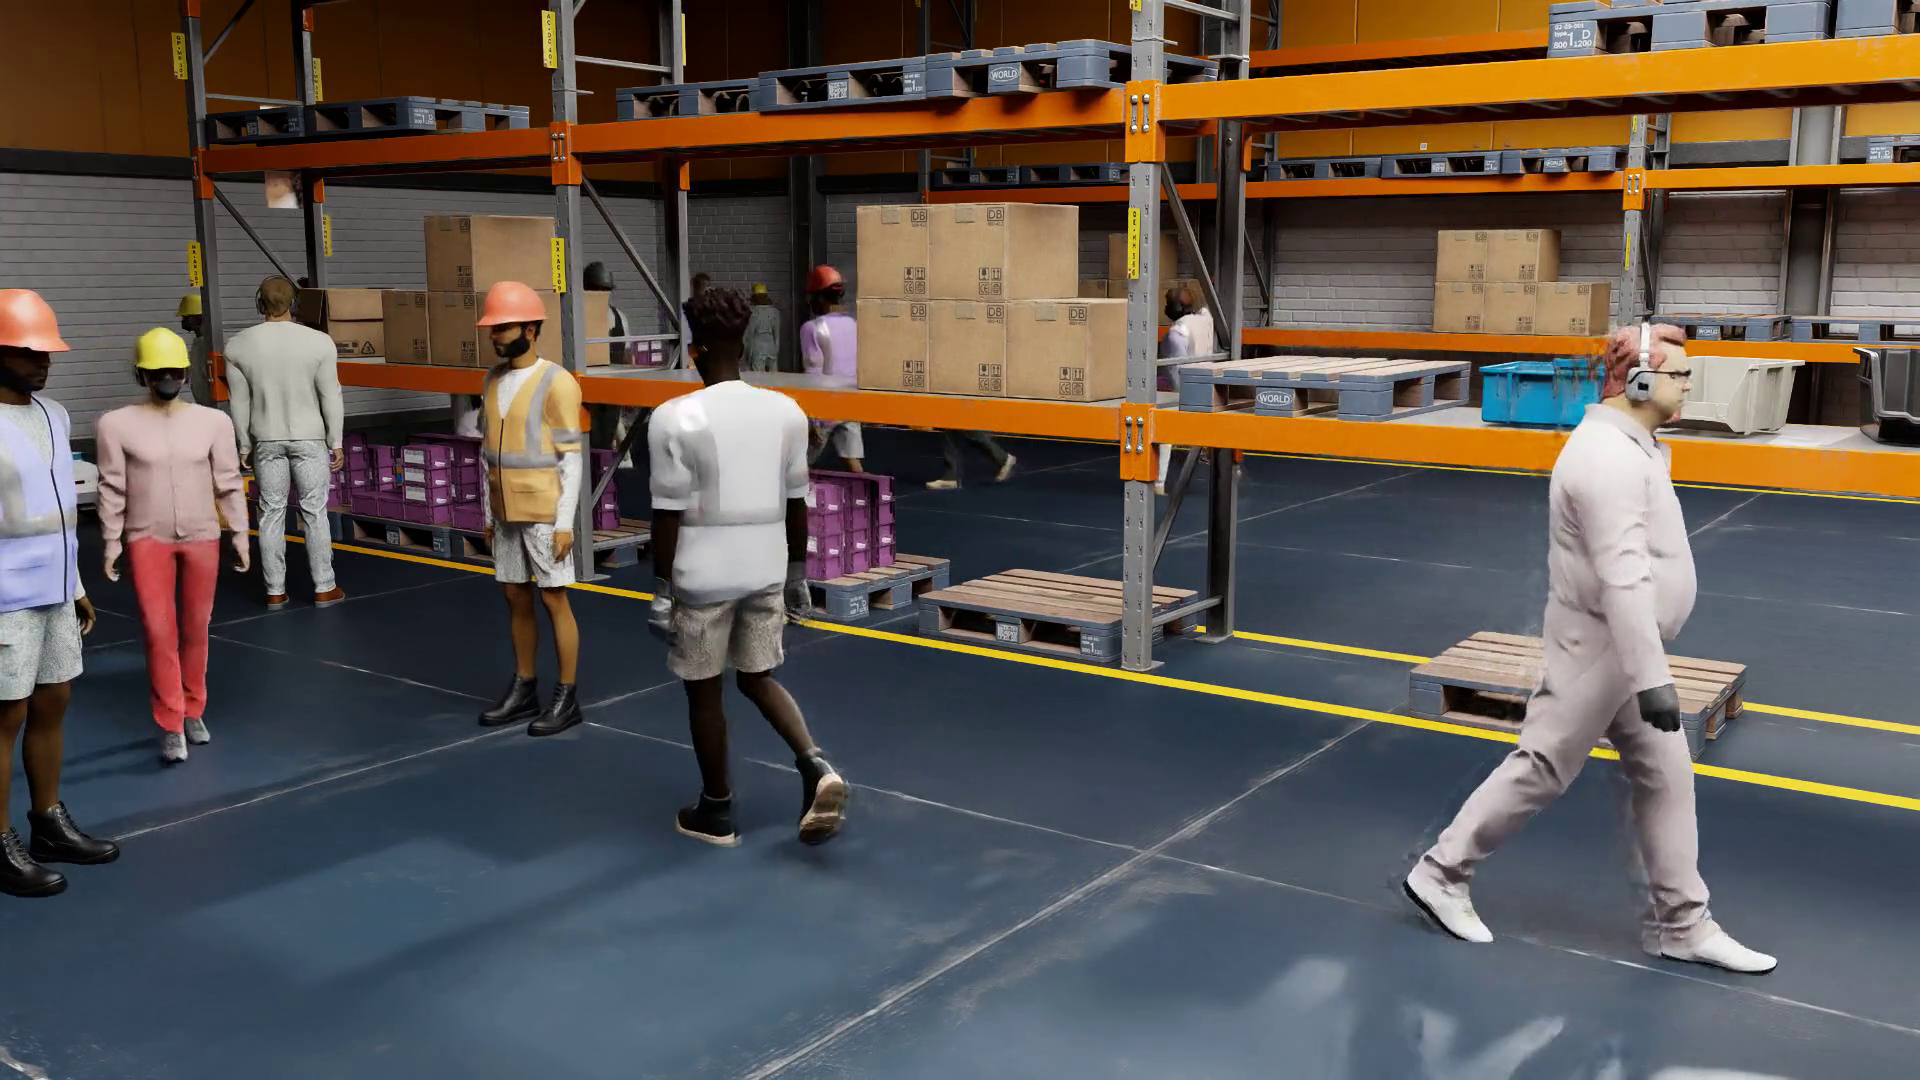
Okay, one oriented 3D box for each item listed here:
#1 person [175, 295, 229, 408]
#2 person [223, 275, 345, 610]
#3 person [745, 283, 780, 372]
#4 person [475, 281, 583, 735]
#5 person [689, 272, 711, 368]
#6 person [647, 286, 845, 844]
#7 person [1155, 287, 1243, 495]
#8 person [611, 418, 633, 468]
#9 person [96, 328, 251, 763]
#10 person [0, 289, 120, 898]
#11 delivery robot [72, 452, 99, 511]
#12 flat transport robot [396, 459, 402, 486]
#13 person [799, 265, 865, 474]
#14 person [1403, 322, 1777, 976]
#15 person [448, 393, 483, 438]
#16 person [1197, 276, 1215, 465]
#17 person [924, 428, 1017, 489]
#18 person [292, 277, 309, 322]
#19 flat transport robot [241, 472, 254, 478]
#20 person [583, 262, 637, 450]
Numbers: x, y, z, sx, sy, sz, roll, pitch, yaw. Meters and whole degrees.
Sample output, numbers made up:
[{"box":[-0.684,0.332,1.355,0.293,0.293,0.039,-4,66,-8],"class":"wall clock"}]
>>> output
[{"box":[-6.005,-1.066,13.240,0.357,1.759,0.524,-6,11,-30],"class":"person"},{"box":[-3.896,-0.557,9.660,0.632,1.940,0.372,-2,10,-10],"class":"person"},{"box":[-2.530,-2.398,21.224,0.483,1.737,0.311,-7,12,-36],"class":"person"},{"box":[-1.865,-0.130,7.119,0.549,1.935,0.371,6,11,32],"class":"person"},{"box":[-3.101,-2.217,19.688,0.647,1.902,1.012,-9,13,-44],"class":"person"},{"box":[-0.735,0.125,5.600,0.604,1.944,0.683,-8,13,-41],"class":"person"},{"box":[1.959,-1.255,14.212,0.883,1.815,0.619,6,11,33],"class":"person"},{"box":[-3.453,-1.589,16.116,0.578,1.833,0.569,-1,10,-3],"class":"person"},{"box":[-3.159,0.023,6.754,0.547,1.741,0.711,-7,12,-37],"class":"person"},{"box":[-2.989,0.166,5.368,0.377,1.932,0.552,1,10,7],"class":"person"},{"box":[-6.773,-0.432,12.750,0.477,0.478,0.707,6,11,32],"class":"delivery robot"},{"box":[-5.184,-0.570,14.695,1.431,0.197,0.652,-9,13,-43],"class":"flat transport robot"},{"box":[-0.939,-0.899,11.548,1.063,1.981,0.637,8,12,39],"class":"person"},{"box":[1.809,0.307,4.789,1.005,1.864,0.647,5,11,29],"class":"person"},{"box":[-4.235,-1.274,14.354,0.560,1.807,0.674,-5,11,-26],"class":"person"},{"box":[2.557,-1.686,16.546,0.345,1.882,0.584,7,12,37],"class":"person"},{"box":[0.098,-1.339,14.731,0.782,1.808,0.516,-1,10,-5],"class":"person"},{"box":[-6.354,-1.618,16.207,0.328,1.865,0.517,8,13,41],"class":"person"},{"box":[-6.244,-0.406,13.718,1.431,0.197,0.652,-7,12,-36],"class":"flat transport robot"},{"box":[-2.851,-1.172,13.019,0.541,2.000,0.704,8,12,39],"class":"person"}]
